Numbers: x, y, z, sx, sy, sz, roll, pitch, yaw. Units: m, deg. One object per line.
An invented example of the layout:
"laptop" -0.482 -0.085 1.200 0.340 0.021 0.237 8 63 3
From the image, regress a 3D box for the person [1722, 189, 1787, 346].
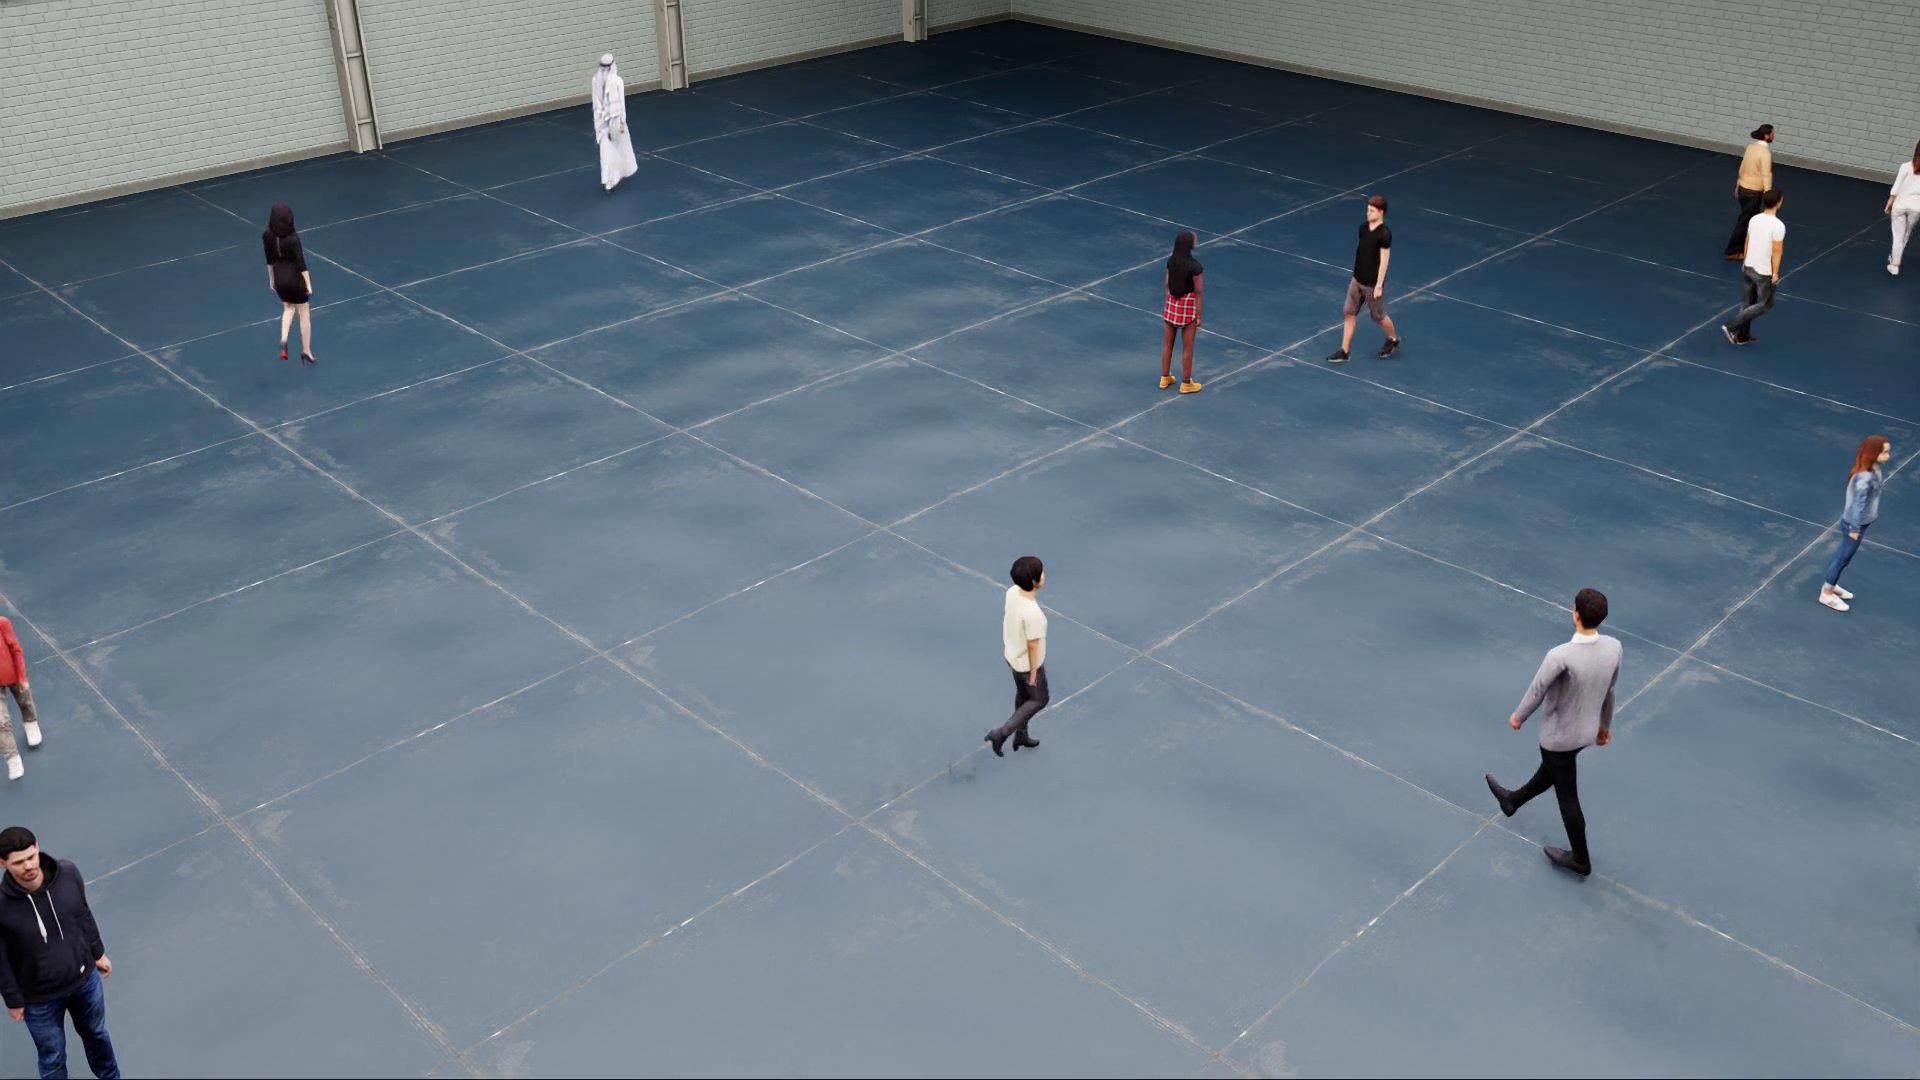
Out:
"person" 8.780 -2.980 18.384 0.978 1.798 0.864 -9 29 -16

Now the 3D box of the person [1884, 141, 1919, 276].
"person" 11.813 -4.117 20.649 0.853 1.676 0.929 4 28 7

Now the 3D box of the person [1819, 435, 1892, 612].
"person" 7.231 -0.159 13.429 0.656 1.476 0.481 18 33 30

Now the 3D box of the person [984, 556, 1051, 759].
"person" 0.387 0.843 11.443 0.811 1.574 0.720 -13 31 -23

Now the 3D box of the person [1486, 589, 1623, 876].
"person" 3.854 1.256 10.361 1.234 1.863 1.007 -15 32 -26

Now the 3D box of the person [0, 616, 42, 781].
"person" -6.626 0.913 11.528 0.963 1.372 0.779 -13 31 -23

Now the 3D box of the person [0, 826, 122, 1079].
"person" -4.626 2.229 8.501 0.754 1.894 0.539 21 34 33

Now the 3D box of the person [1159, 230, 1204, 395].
"person" 2.317 -2.388 17.351 0.617 1.725 0.598 23 36 36

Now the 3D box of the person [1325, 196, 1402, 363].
"person" 4.519 -2.819 18.044 1.269 1.835 0.932 -14 31 -24

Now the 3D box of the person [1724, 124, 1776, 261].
"person" 9.971 -4.396 21.105 0.855 1.740 0.788 1 28 2

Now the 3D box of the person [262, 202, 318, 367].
"person" -7.238 -2.690 17.851 0.800 1.786 0.870 6 29 10

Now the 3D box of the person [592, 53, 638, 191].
"person" -5.059 -5.960 23.905 1.214 1.868 1.370 3 28 6
